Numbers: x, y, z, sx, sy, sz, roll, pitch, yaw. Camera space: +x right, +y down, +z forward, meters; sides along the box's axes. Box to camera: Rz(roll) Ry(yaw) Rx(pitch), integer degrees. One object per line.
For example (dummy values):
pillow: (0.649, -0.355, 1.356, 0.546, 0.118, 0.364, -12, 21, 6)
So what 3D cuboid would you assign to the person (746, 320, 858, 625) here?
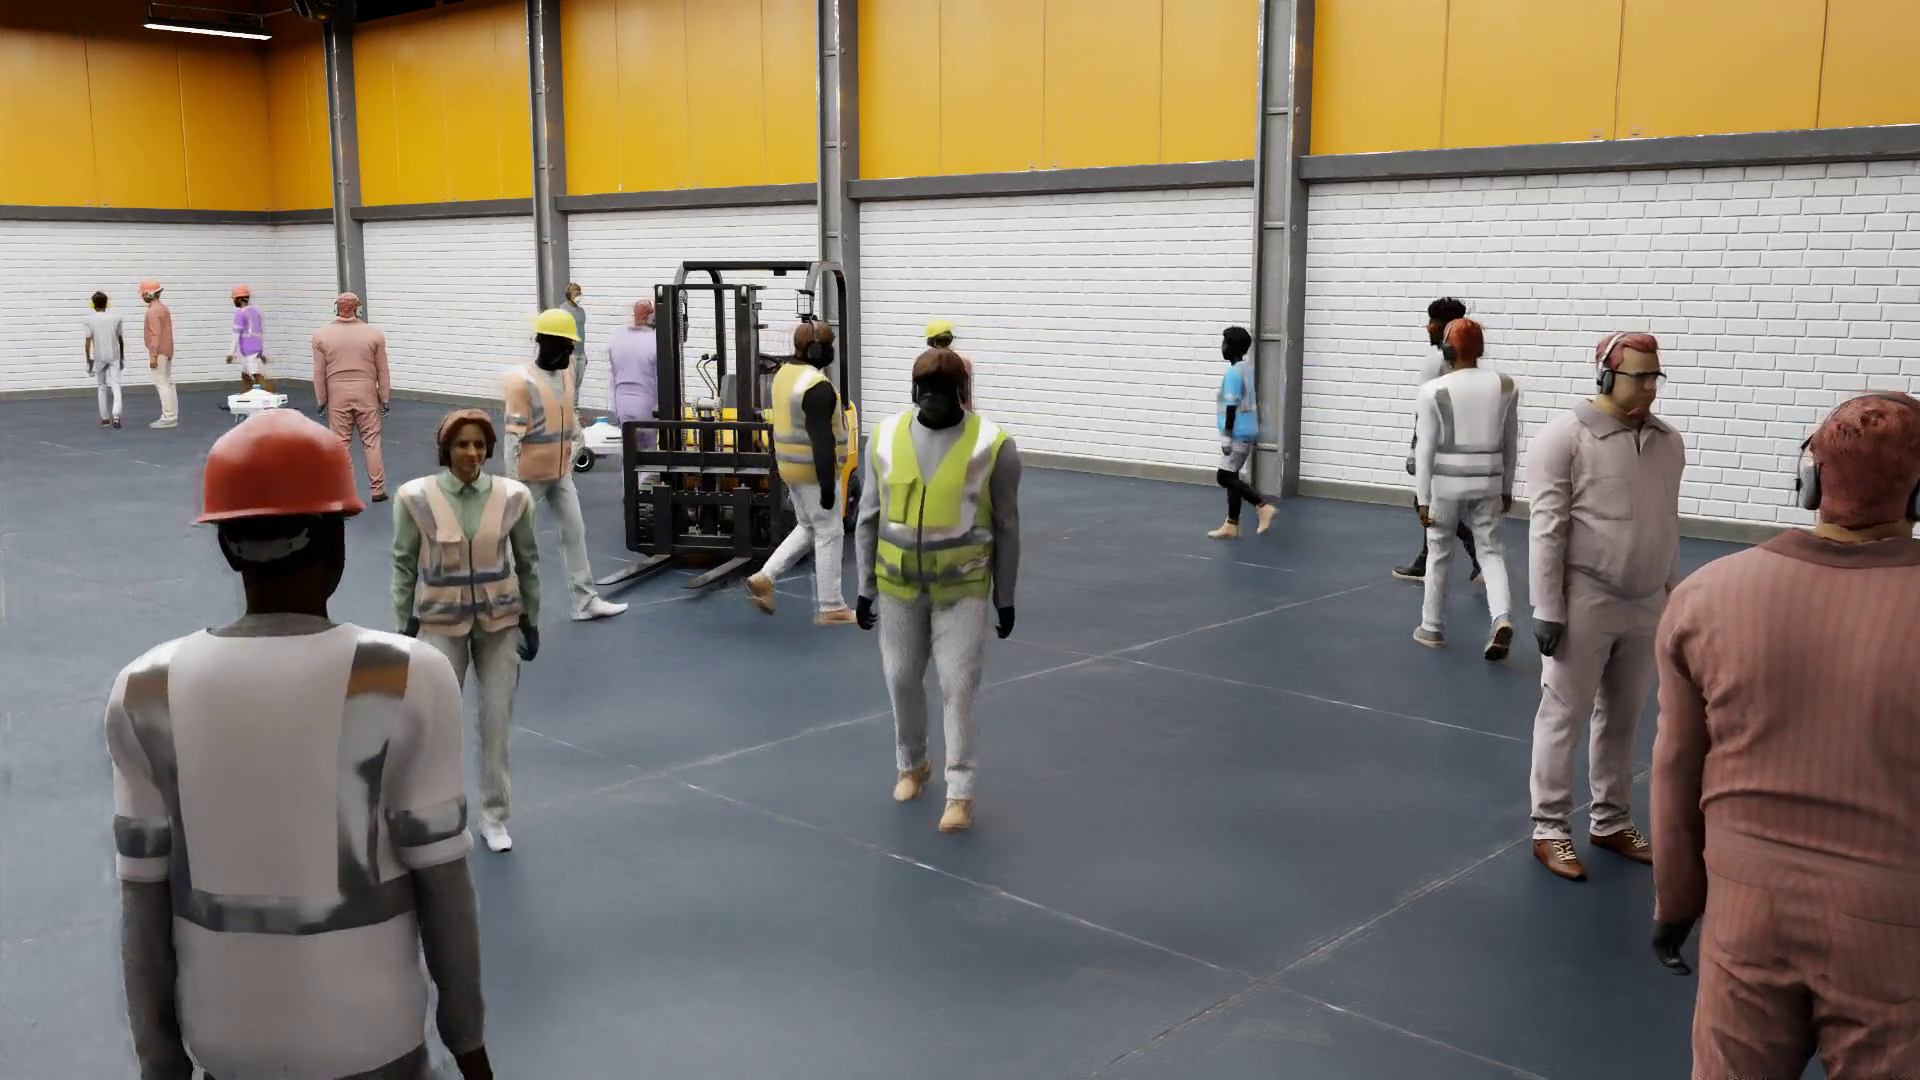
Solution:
person: (-0.909, -0.385, 9.834, 0.608, 1.823, 0.645, -5, 11, -29)

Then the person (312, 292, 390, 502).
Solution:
person: (-5.507, -1.284, 15.095, 0.646, 1.907, 0.401, -3, 10, -16)

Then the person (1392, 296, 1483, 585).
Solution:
person: (3.249, -0.643, 11.056, 0.724, 1.943, 0.628, 8, 12, 39)

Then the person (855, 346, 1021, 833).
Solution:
person: (-0.089, 0.175, 6.430, 0.637, 1.854, 0.491, 3, 10, 16)

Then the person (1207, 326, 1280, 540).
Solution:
person: (2.202, -0.812, 12.874, 0.496, 1.681, 0.541, 3, 10, 19)

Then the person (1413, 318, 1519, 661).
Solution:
person: (2.764, -0.277, 9.058, 0.599, 1.861, 0.820, 0, 9, 0)

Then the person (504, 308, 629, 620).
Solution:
person: (-2.434, -0.408, 9.808, 0.635, 1.887, 0.658, 4, 10, 24)

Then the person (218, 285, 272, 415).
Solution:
person: (-10.306, -2.718, 23.989, 0.975, 1.880, 0.554, 0, 9, 1)

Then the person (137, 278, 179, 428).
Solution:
person: (-10.737, -2.497, 22.270, 0.402, 1.990, 0.622, -2, 9, -10)

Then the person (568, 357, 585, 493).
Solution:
person: (-3.739, -1.219, 15.569, 0.372, 1.624, 0.516, -8, 12, -40)

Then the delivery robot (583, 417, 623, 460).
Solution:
delivery robot: (-3.775, -1.058, 17.558, 0.707, 0.478, 0.477, -3, 10, -15)

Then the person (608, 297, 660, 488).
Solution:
person: (-2.619, -1.044, 13.694, 0.648, 1.891, 0.490, 5, 10, 27)

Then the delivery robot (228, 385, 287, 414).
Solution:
delivery robot: (-9.465, -1.849, 22.407, 0.707, 0.478, 0.477, 0, 9, -2)

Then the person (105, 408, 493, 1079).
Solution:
person: (-1.033, 0.757, 2.576, 0.551, 1.908, 0.718, 0, 9, 2)

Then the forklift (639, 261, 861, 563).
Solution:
forklift: (-1.552, -1.040, 12.721, 1.214, 2.155, 2.313, 2, 9, 11)

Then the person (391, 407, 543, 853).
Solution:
person: (-1.800, 0.322, 6.090, 0.538, 1.624, 0.413, -4, 10, -25)

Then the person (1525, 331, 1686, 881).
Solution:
person: (2.288, 0.225, 5.846, 0.642, 1.907, 0.410, -4, 10, -22)

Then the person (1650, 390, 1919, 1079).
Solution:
person: (1.593, 0.686, 3.027, 0.669, 1.906, 0.402, 9, 13, 44)

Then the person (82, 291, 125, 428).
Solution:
person: (-11.442, -2.416, 22.277, 0.483, 1.825, 0.909, -5, 10, -27)

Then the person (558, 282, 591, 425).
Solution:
person: (-5.206, -2.483, 22.352, 0.353, 1.936, 0.633, 2, 10, 15)

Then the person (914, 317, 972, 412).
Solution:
person: (-0.108, -0.896, 13.212, 0.529, 1.744, 0.698, -4, 10, -22)
